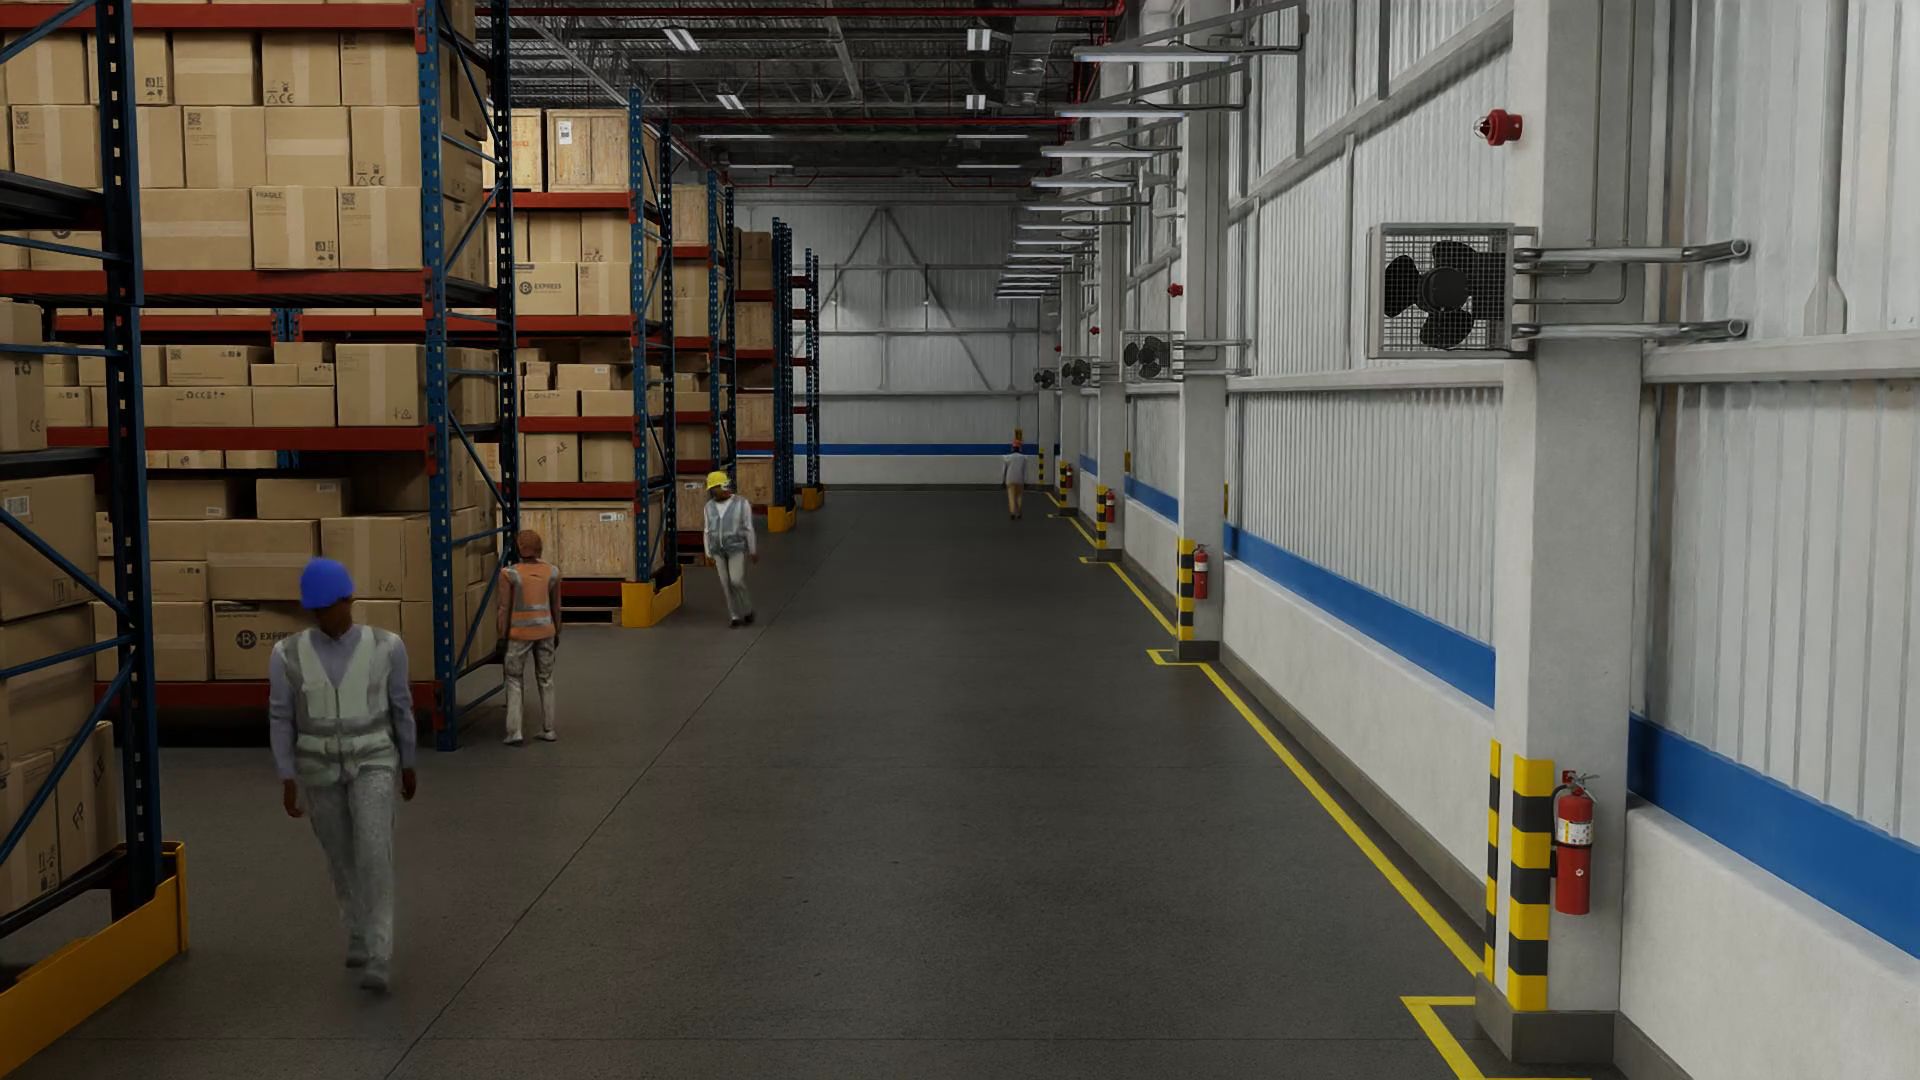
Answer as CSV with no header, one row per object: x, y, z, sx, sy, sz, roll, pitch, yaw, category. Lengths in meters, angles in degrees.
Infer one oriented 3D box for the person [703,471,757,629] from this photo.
-2.611,0.121,18.771,0.647,1.792,0.418,2,5,18,person

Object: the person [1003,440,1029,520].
1.192,-1.286,35.585,0.559,1.723,0.815,0,5,1,person

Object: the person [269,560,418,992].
-2.734,1.042,7.376,0.605,1.897,0.963,-1,5,-13,person

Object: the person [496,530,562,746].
-3.238,0.738,12.556,0.525,1.635,0.313,-4,6,-40,person
